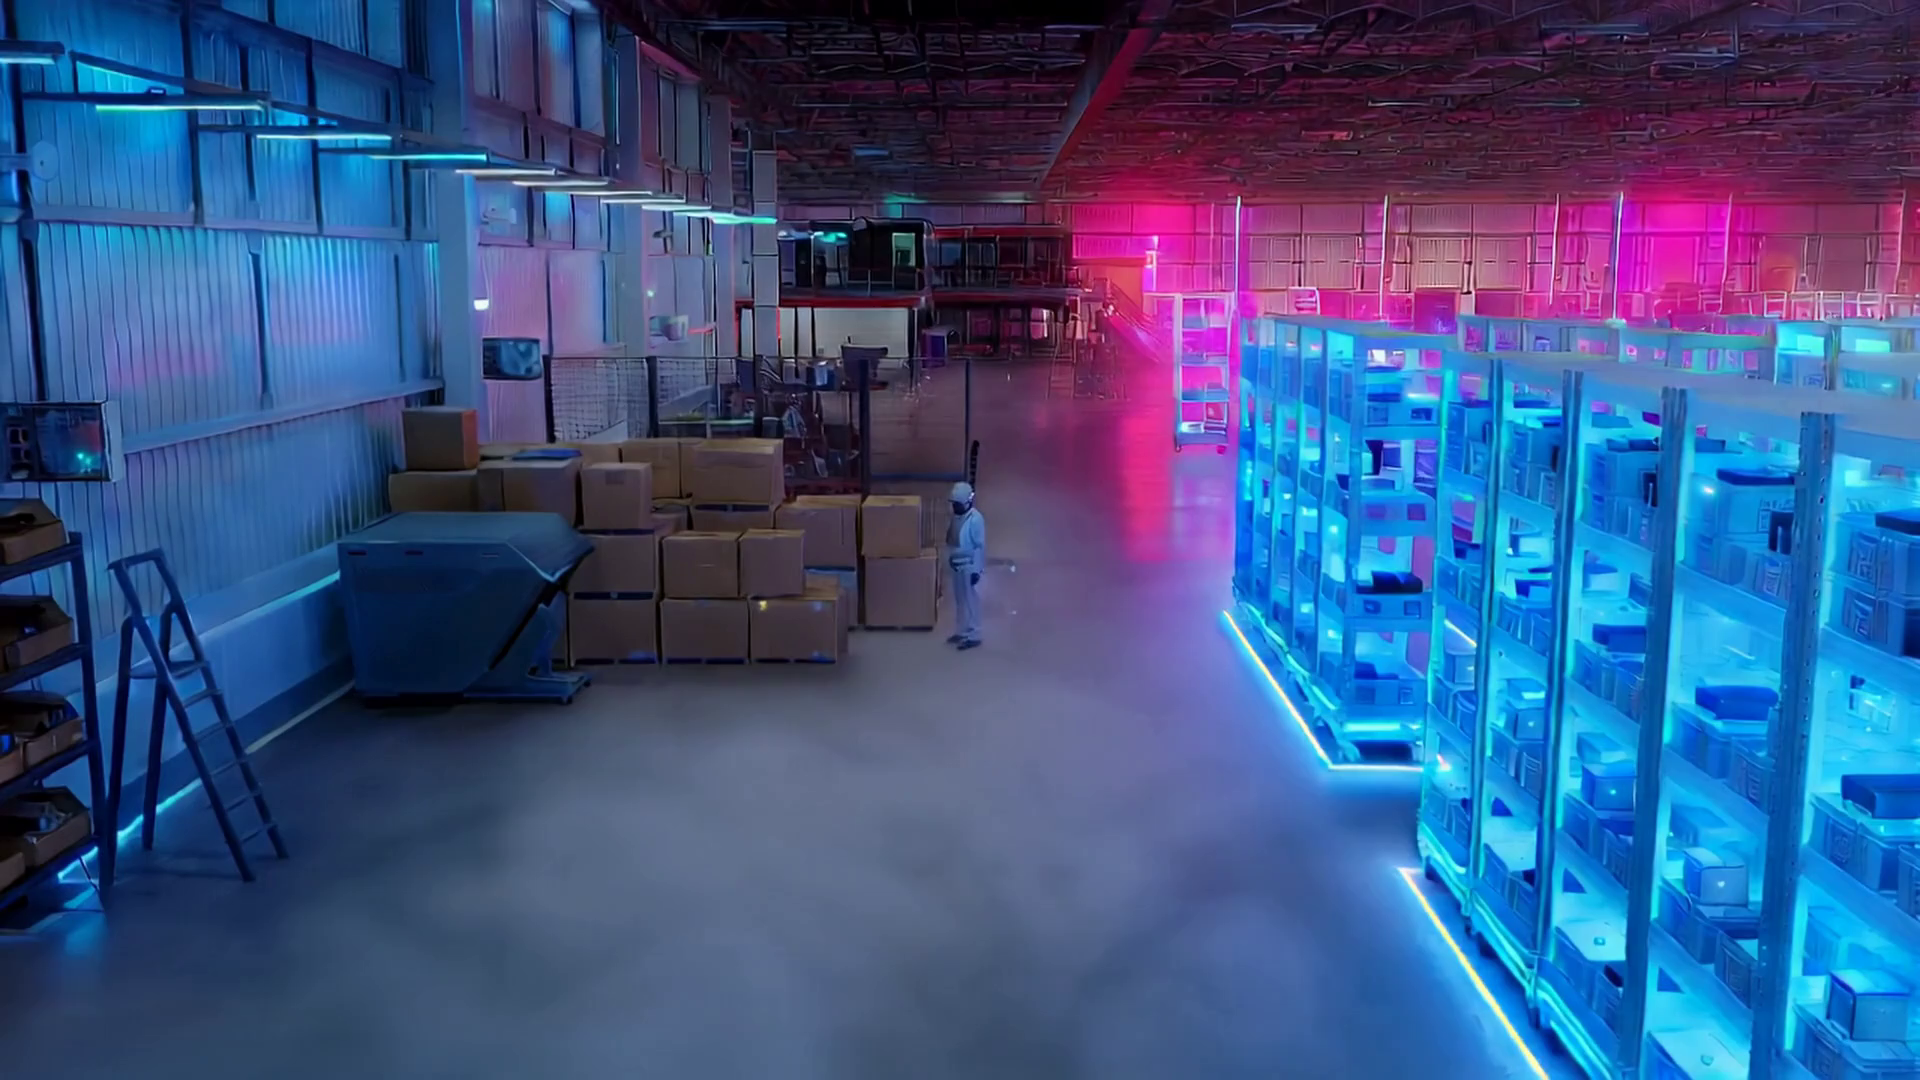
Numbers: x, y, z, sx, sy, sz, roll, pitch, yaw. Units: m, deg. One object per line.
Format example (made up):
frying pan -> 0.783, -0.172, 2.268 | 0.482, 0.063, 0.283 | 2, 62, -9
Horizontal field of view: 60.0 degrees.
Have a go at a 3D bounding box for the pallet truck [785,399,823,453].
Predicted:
pallet truck -> -3.814, -2.432, 36.419 | 1.630, 1.274, 0.653 | 0, 9, 1

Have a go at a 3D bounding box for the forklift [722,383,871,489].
forklift -> -2.893, -1.687, 28.729 | 2.680, 1.987, 1.157 | 0, 9, -1

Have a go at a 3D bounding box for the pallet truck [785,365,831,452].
pallet truck -> -3.774, -2.976, 37.635 | 1.885, 1.965, 0.823 | 1, 9, 5

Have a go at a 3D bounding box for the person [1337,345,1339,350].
person -> 14.083, -6.968, 62.660 | 0.420, 1.865, 0.615 | 1, 9, 6

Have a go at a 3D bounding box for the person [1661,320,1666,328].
person -> 31.649, -8.958, 74.917 | 0.518, 1.876, 0.326 | -8, 12, -41

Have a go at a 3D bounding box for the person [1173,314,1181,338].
person -> 12.559, -12.380, 95.870 | 0.615, 1.928, 0.531 | 6, 11, 32

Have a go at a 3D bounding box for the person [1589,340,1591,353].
person -> 23.578, -6.807, 61.135 | 0.713, 2.000, 0.861 | -4, 10, -24

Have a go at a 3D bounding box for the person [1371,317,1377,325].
person -> 19.345, -9.459, 77.889 | 0.548, 1.911, 0.592 | -8, 12, -41

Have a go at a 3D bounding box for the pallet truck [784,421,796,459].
pallet truck -> -4.013, -1.793, 32.705 | 1.601, 1.201, 0.680 | 0, 9, 1

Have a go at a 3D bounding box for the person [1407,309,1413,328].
person -> 25.641, -12.204, 94.813 | 0.395, 1.920, 0.584 | 5, 10, 27

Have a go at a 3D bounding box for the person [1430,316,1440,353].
person -> 23.577, -10.182, 82.612 | 0.430, 1.837, 0.631 | -2, 10, -15

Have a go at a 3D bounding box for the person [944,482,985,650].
person -> 0.044, 0.276, 18.096 | 0.403, 1.828, 0.594 | -4, 10, -26

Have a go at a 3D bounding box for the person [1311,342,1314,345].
person -> 11.968, -6.076, 57.517 | 0.529, 1.749, 0.535 | 7, 11, 36

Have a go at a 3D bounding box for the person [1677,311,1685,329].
person -> 37.981, -11.025, 87.421 | 0.626, 1.967, 0.597 | -2, 9, -10

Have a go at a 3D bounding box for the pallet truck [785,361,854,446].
pallet truck -> -3.410, -3.193, 38.978 | 1.885, 1.965, 0.823 | 0, 9, -1

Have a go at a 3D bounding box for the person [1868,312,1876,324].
person -> 50.449, -11.685, 91.845 | 0.963, 1.838, 0.590 | -2, 9, -10

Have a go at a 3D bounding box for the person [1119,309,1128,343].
person -> 9.388, -12.198, 94.781 | 0.688, 1.915, 0.551 | -5, 10, -27

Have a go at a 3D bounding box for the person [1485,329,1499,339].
person -> 25.651, -9.814, 80.059 | 0.803, 1.908, 0.648 | -6, 11, -32

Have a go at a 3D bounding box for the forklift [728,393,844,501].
forklift -> -2.979, -1.316, 26.476 | 2.680, 1.987, 1.157 | 0, 9, 1

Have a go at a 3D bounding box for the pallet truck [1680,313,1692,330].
pallet truck -> 36.315, -10.531, 84.244 | 0.823, 1.965, 1.885 | -6, 11, -33

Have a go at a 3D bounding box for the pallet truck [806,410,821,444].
pallet truck -> -3.559, -2.018, 33.905 | 1.522, 1.261, 0.704 | 0, 9, -1

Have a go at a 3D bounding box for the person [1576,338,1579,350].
person -> 25.048, -7.832, 67.556 | 1.001, 2.001, 0.642 | 0, 9, 2
